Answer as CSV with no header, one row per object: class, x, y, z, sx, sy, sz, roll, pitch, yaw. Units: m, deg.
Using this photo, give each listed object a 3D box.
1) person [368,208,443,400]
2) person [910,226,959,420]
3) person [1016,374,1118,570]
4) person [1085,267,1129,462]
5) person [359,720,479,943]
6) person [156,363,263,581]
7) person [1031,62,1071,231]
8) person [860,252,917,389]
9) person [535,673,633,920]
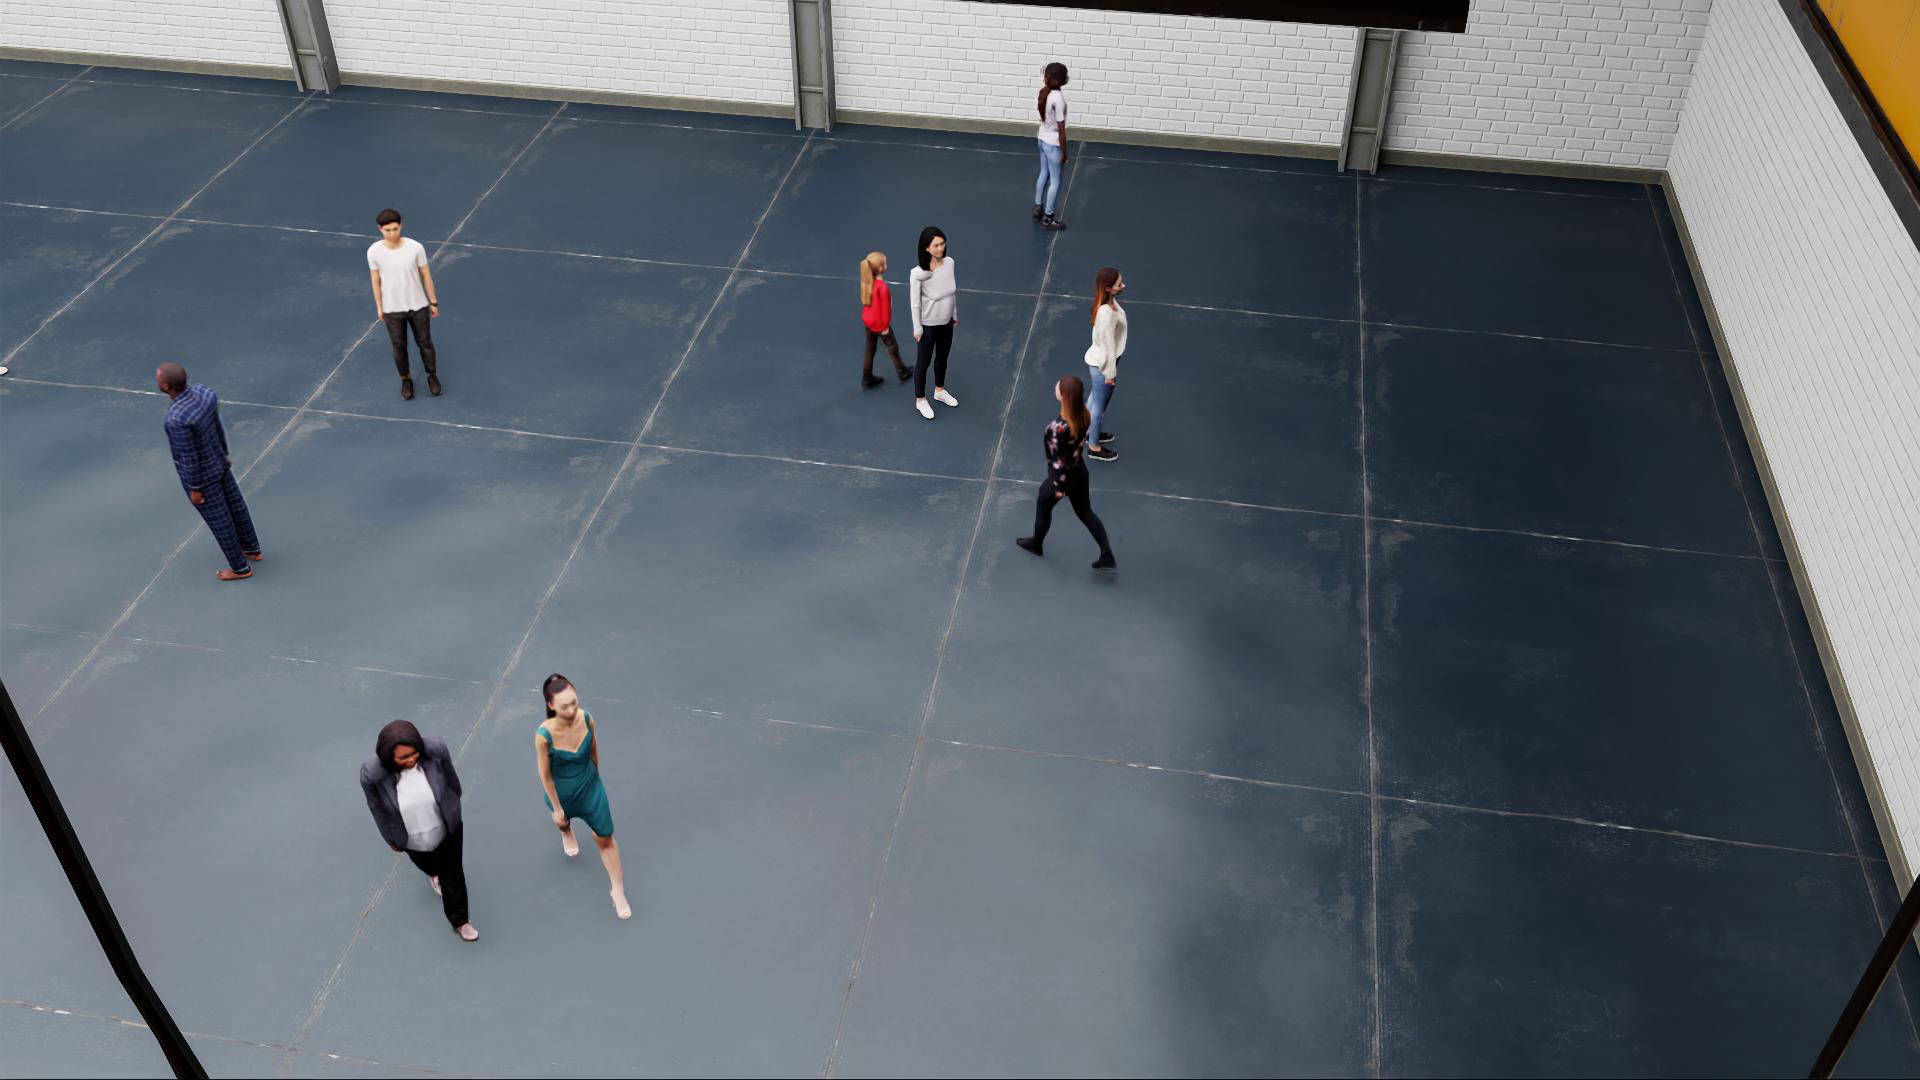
person,-4.688,-2.033,14.064,0.667,1.718,0.804,-9,39,-11
person,-0.217,-1.831,13.826,0.709,1.700,0.746,-30,47,-32
person,0.859,-0.445,12.133,1.156,1.648,0.903,25,45,27
person,1.152,-1.425,13.324,0.594,1.692,0.657,0,39,0
person,-3.148,1.574,9.675,1.051,1.560,1.058,-19,42,-22
person,-5.470,-0.507,12.069,0.568,1.824,0.656,5,39,7
person,0.898,-3.912,16.413,0.682,1.722,0.684,-16,41,-19
person,-0.745,-1.849,14.197,0.839,1.265,0.781,-23,44,-26
person,-2.315,1.432,9.799,1.030,1.626,1.057,-22,43,-25
